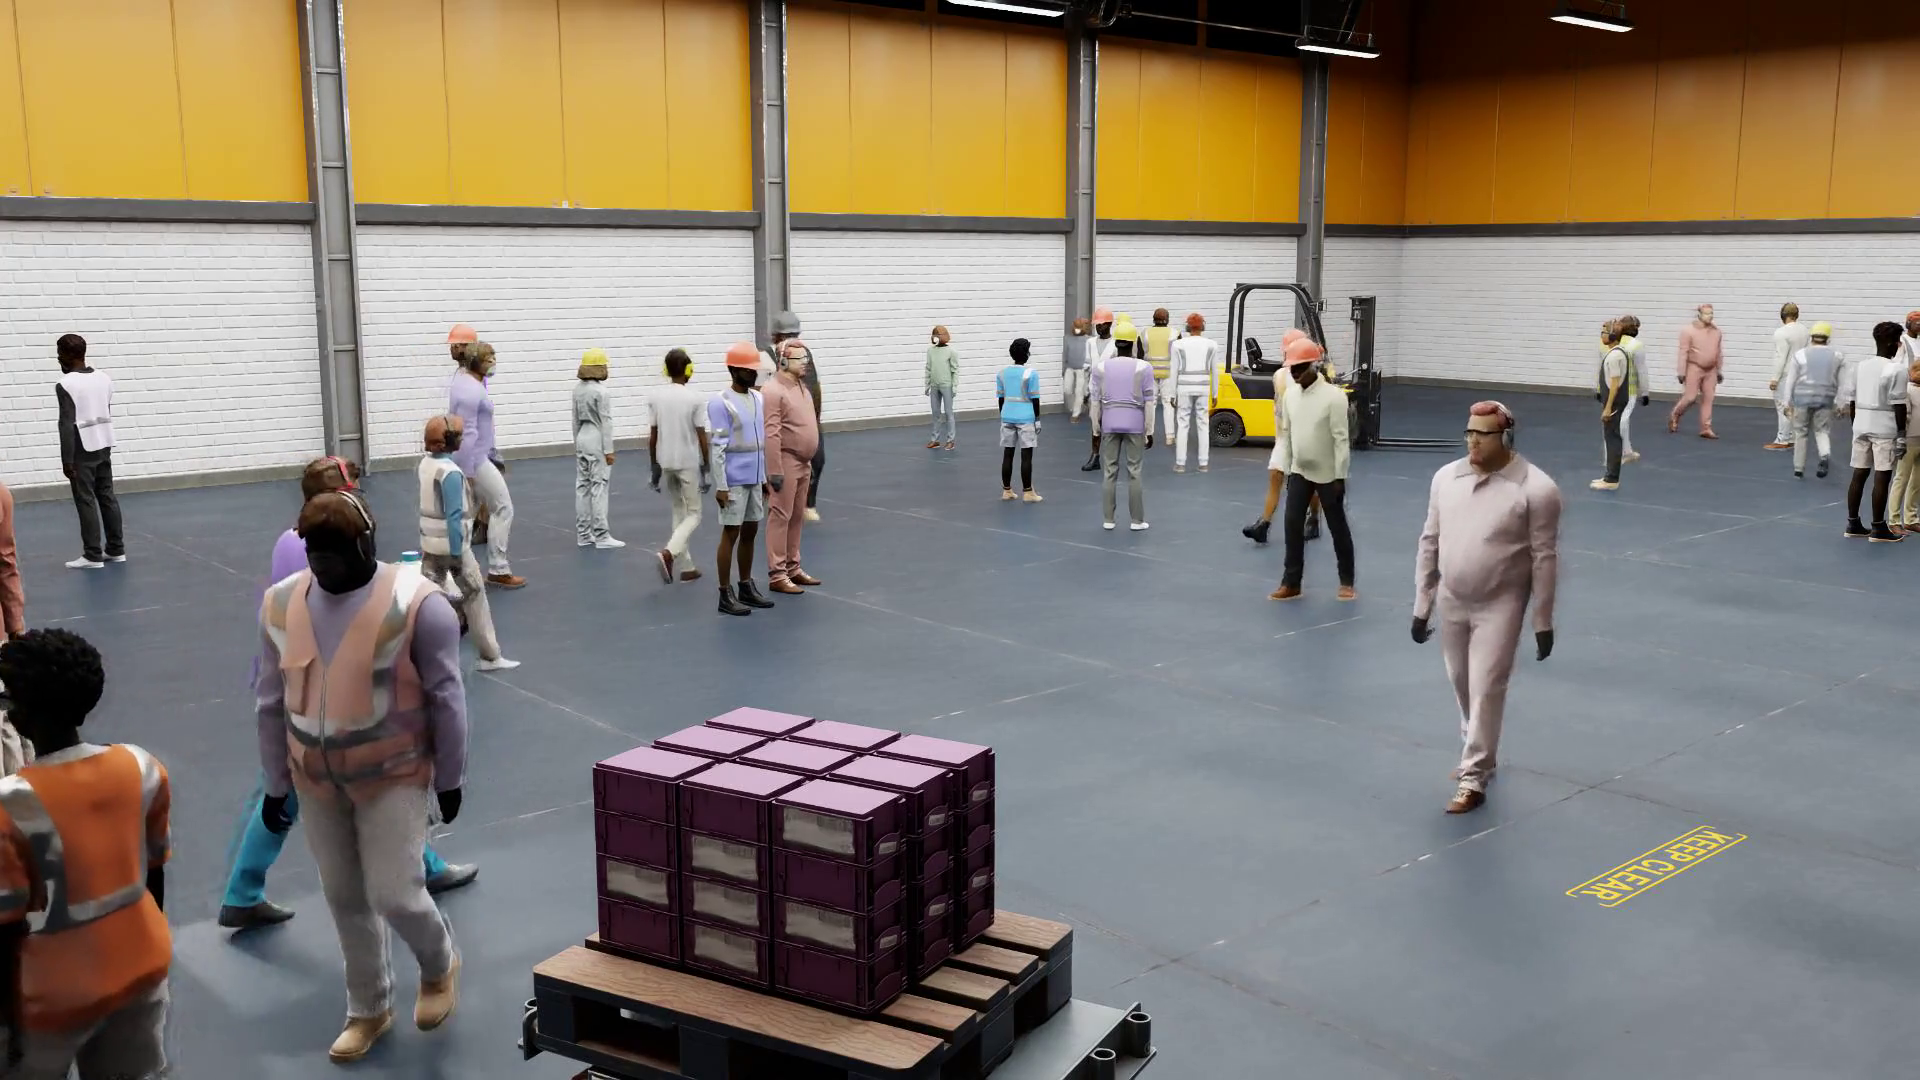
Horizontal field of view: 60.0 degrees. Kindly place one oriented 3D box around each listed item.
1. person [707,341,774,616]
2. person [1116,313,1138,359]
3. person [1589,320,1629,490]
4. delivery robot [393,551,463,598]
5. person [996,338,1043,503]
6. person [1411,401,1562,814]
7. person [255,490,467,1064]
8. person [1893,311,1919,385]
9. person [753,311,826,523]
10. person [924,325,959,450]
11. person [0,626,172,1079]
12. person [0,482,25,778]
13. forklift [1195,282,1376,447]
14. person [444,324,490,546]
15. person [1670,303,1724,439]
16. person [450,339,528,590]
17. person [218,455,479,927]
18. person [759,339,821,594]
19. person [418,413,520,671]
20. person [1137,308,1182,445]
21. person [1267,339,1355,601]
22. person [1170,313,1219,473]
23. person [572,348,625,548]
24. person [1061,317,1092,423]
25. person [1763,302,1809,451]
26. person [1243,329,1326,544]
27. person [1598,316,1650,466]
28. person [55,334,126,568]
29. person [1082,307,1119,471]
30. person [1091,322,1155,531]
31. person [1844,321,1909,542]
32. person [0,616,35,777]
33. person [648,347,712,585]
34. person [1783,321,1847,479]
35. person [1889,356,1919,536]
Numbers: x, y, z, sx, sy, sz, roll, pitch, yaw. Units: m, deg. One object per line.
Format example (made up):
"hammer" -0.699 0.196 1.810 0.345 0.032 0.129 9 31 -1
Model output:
"person" -1.530 -0.439 11.820 0.370 1.933 0.553 6 11 30
"person" 2.208 -2.195 22.595 0.533 1.769 0.311 9 13 42
"person" 7.069 -1.459 18.055 0.347 1.846 0.505 5 11 27
"delivery robot" -3.669 0.321 11.131 0.707 0.478 0.477 -4 10 -20
"person" 0.614 -1.224 17.110 0.530 1.697 0.321 8 12 37
"person" 2.448 0.288 7.777 0.642 1.905 0.685 -8 13 -41
"person" -1.873 0.745 5.221 0.639 1.832 0.433 2 10 10
"person" 11.332 -1.795 19.917 0.575 1.881 0.356 -7 12 -36
"person" -1.580 -1.133 15.571 0.713 2.000 0.536 -6 11 -30
"person" -0.246 -2.002 21.850 0.507 1.632 0.268 7 12 34
"person" -2.058 1.037 3.889 0.372 1.684 0.549 4 10 20
"person" -4.092 0.397 6.757 0.392 1.990 0.614 6 12 33
"forklift" 4.328 -2.346 22.227 2.313 2.155 1.214 3 10 16
"person" -4.332 -0.923 14.632 0.348 1.942 0.546 -7 12 -35
"person" 10.349 -2.372 23.276 0.669 1.889 0.705 -2 10 -12
"person" -3.590 -0.560 12.617 0.743 1.909 0.650 -4 11 -23
"person" -2.419 0.574 6.352 0.591 1.786 0.978 9 13 42
"person" -1.269 -0.560 12.605 0.406 1.911 0.636 3 10 18
"person" -3.115 0.039 9.999 0.728 1.622 0.524 -8 13 -39
"person" 2.699 -2.205 22.438 0.631 1.840 0.428 3 10 15
"person" 2.647 -0.506 12.244 0.709 1.944 0.631 -8 12 -38
"person" 2.750 -1.720 19.514 0.572 1.876 0.365 0 10 0
"person" -3.177 -0.803 14.510 0.488 1.743 0.317 9 13 41
"person" 1.769 -2.575 25.222 0.516 1.611 0.346 4 11 23
"person" 10.773 -2.121 21.666 0.629 1.936 0.374 -6 12 -34
"person" 2.904 -0.895 14.617 0.972 1.884 0.572 -9 13 -42
"person" 8.147 -1.808 20.193 0.822 1.810 0.646 -4 10 -21
"person" -7.107 -0.722 13.564 0.389 1.910 0.591 1 10 8
"person" 1.683 -1.755 19.514 0.550 1.935 0.376 6 12 33
"person" 1.504 -1.040 15.357 0.585 1.928 0.379 3 10 17
"person" 8.179 -0.965 14.805 0.367 1.967 0.606 -3 10 -16
"person" -4.212 0.496 7.209 0.310 1.638 0.522 -2 10 -13
"person" -2.173 -0.547 12.738 0.531 1.843 0.674 3 10 19
"person" 9.651 -1.564 18.768 0.620 1.809 0.546 3 10 19
"person" 8.707 -0.855 15.138 0.499 1.633 0.286 -4 11 -23
